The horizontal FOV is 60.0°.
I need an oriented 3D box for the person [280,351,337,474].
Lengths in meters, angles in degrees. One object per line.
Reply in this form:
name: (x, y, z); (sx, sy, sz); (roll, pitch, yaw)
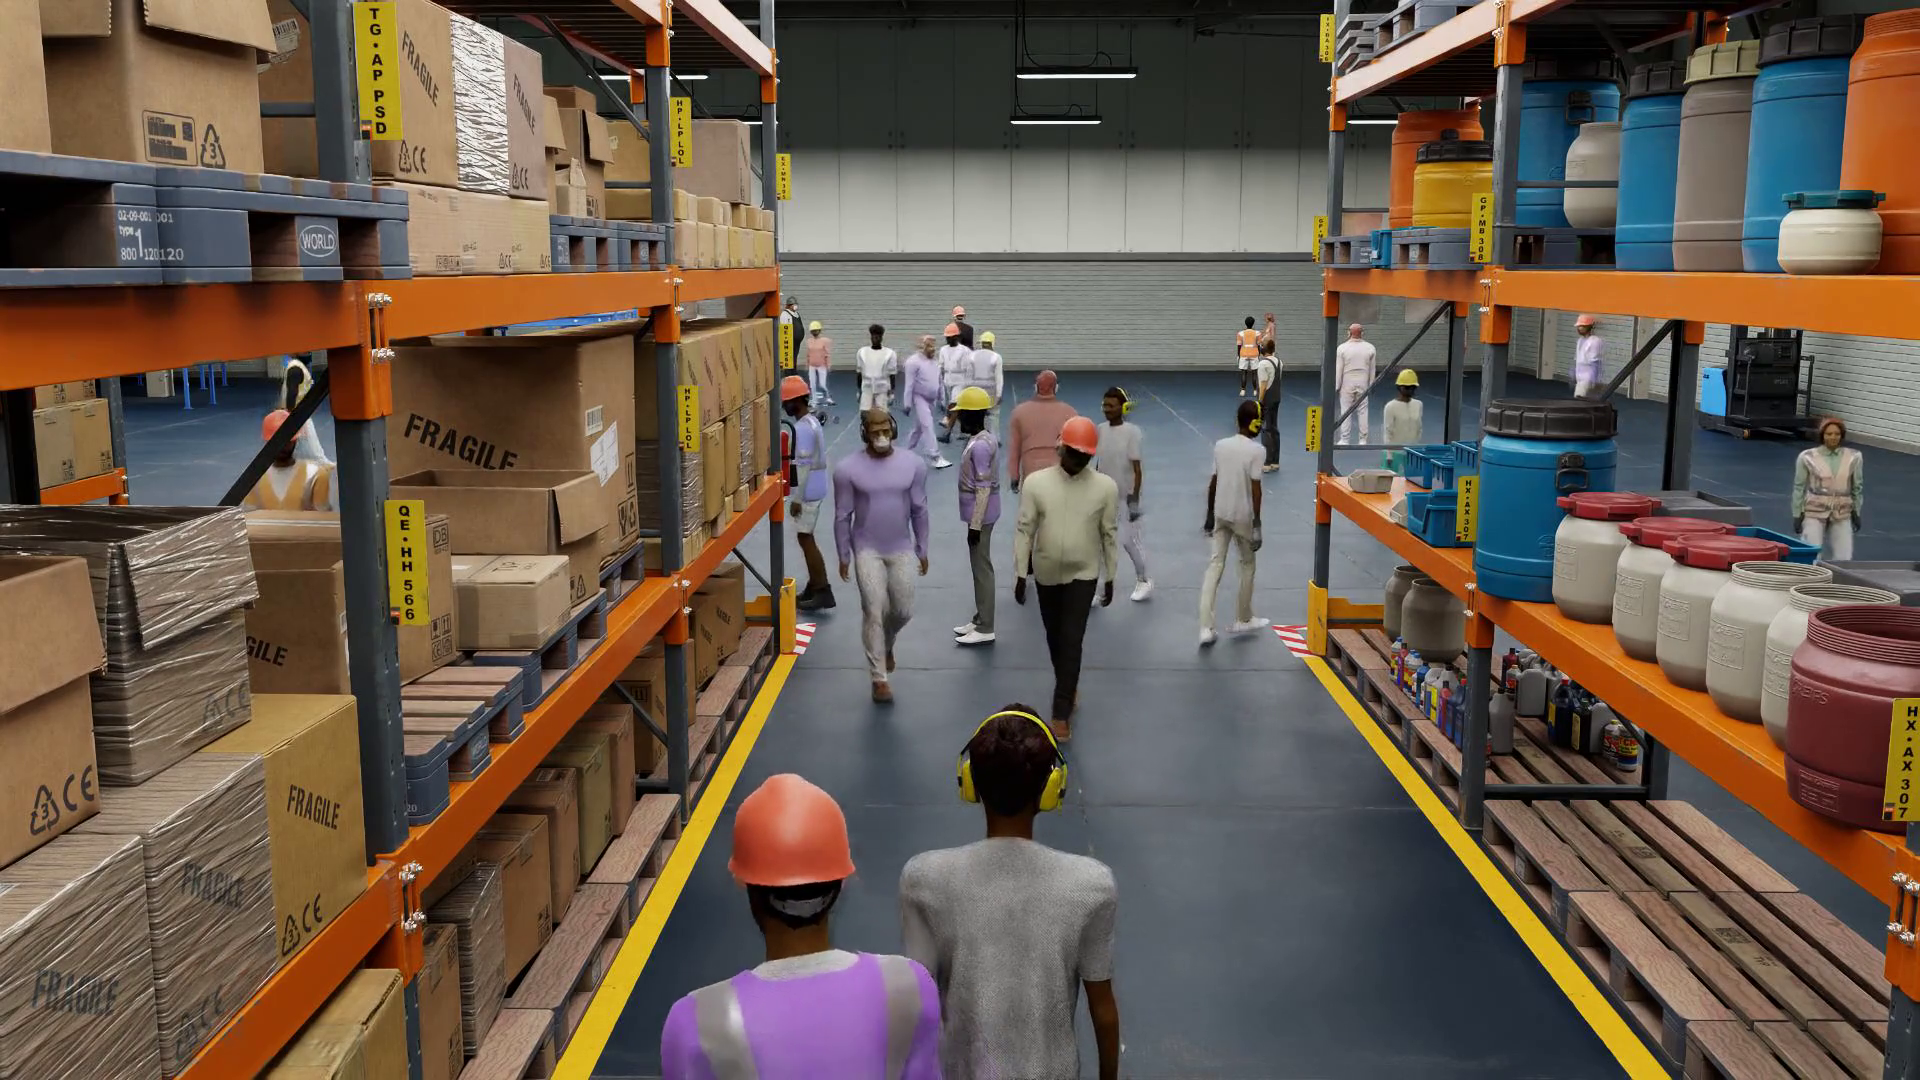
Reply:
person: (-8.781, -1.730, 22.175); (0.933, 1.784, 0.645); (-4, 10, -21)

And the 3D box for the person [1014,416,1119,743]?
person: (0.663, 0.183, 10.294); (0.631, 1.944, 1.004); (1, 10, 8)

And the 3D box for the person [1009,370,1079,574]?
person: (0.758, -0.592, 15.091); (0.661, 1.883, 0.714); (2, 10, 11)

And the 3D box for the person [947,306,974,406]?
person: (-0.017, -3.571, 32.569); (0.622, 1.992, 0.395); (-7, 11, -34)

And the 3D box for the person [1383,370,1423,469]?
person: (4.662, -0.895, 17.313); (0.546, 1.734, 0.795); (-4, 10, -25)

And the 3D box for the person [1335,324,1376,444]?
person: (6.110, -2.397, 25.808); (0.652, 1.906, 0.403); (-1, 10, -6)

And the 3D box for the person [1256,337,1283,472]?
person: (4.211, -1.857, 22.758); (0.325, 1.841, 0.516); (8, 13, 41)

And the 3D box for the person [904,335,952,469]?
person: (-0.487, -1.928, 23.207); (1.037, 1.848, 0.649); (7, 12, 37)

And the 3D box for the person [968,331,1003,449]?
person: (0.374, -2.281, 25.410); (0.609, 1.814, 0.721); (5, 11, 26)

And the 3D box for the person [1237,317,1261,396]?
person: (6.181, -3.923, 35.567); (0.533, 1.697, 0.322); (1, 10, 5)

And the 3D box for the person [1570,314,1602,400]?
person: (10.043, -2.624, 26.814); (0.477, 2.021, 0.633); (-1, 10, -6)

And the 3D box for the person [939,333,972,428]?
person: (0.007, -2.738, 28.634); (0.537, 1.633, 0.912); (7, 12, 35)

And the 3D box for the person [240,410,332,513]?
person: (-4.321, 0.123, 10.687); (0.547, 1.922, 0.419); (-1, 10, -9)

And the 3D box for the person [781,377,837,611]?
person: (-1.250, -0.380, 13.705); (0.532, 1.912, 0.659); (0, 9, 0)

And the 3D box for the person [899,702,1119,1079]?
person: (0.112, 1.295, 3.804); (0.534, 1.868, 0.309); (1, 9, 3)

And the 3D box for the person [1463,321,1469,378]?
person: (12.499, -4.935, 41.430); (0.311, 1.769, 0.525); (-2, 10, -11)

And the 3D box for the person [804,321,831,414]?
person: (-2.703, -3.291, 31.624); (0.540, 1.750, 0.425); (3, 10, 18)

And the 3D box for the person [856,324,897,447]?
person: (-1.235, -2.183, 24.357); (0.618, 1.951, 0.485); (2, 10, 9)

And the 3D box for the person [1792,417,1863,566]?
person: (6.961, -0.181, 13.364); (0.537, 1.625, 0.369); (2, 10, 10)

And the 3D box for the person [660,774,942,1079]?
person: (-0.288, 1.391, 3.184); (0.546, 1.896, 1.003); (-4, 10, -24)

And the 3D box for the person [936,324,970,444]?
person: (-0.101, -2.499, 26.503); (0.566, 1.880, 1.020); (6, 11, 33)

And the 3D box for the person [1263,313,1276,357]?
person: (7.462, -4.652, 40.114); (0.312, 1.639, 0.512); (-1, 10, -6)

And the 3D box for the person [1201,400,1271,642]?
person: (2.101, -0.151, 12.604); (0.867, 1.812, 0.646); (-9, 13, -43)

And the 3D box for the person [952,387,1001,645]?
person: (0.121, -0.188, 12.509); (0.370, 1.927, 0.588); (0, 9, 0)

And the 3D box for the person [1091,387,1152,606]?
person: (1.314, -0.375, 13.933); (0.564, 1.851, 0.791); (9, 13, 42)

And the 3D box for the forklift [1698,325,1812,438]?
forklift: (13.248, -3.165, 27.620); (1.129, 2.768, 1.873); (0, 9, 1)

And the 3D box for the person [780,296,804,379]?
person: (-4.036, -4.874, 40.365); (0.536, 2.000, 0.675); (4, 10, 23)

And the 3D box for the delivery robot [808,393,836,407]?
delivery robot: (-2.492, -2.493, 29.493); (0.335, 0.223, 0.698); (7, 12, 35)

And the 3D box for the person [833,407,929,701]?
person: (-0.530, 0.069, 10.992); (0.640, 1.918, 0.619); (-3, 10, -15)
